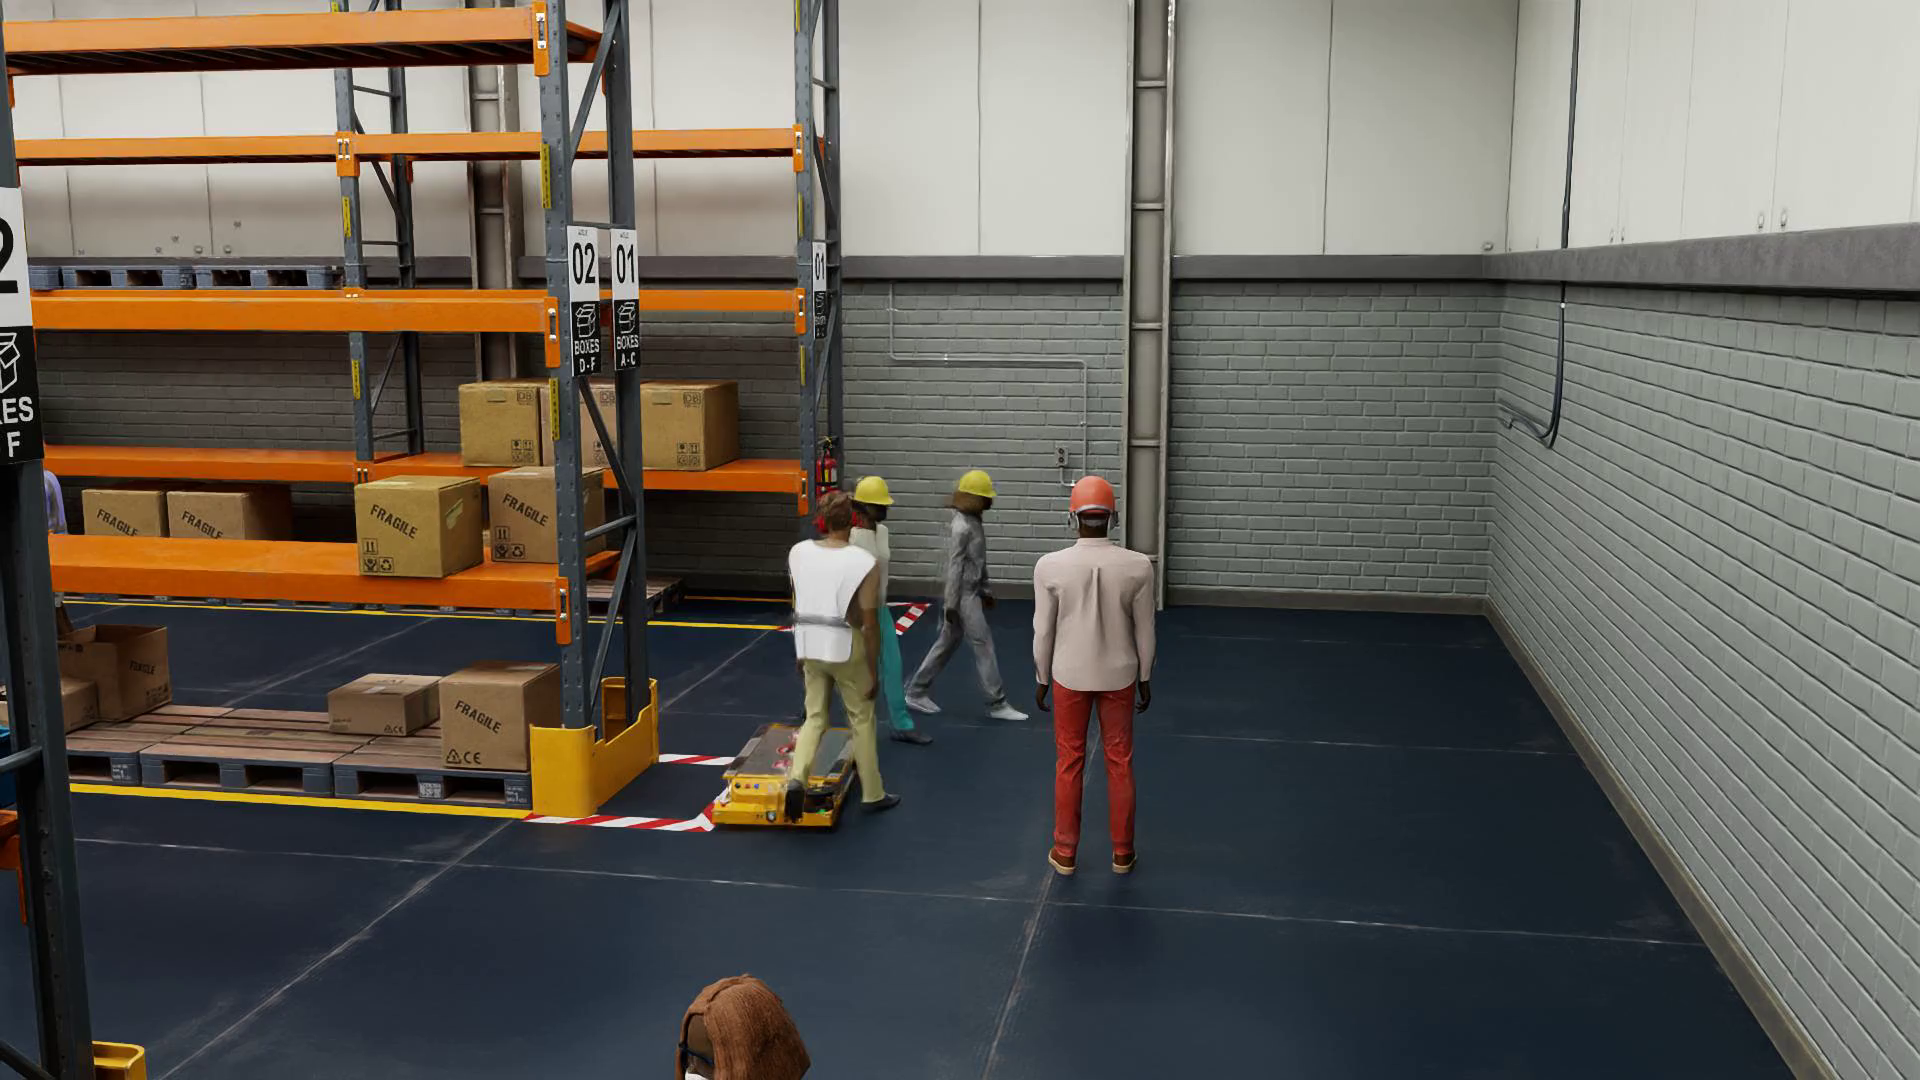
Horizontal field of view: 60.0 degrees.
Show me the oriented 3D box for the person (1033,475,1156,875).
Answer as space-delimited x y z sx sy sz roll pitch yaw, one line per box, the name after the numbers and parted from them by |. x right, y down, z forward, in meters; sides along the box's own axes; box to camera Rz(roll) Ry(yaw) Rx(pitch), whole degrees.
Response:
0.662 0.674 8.242 0.611 1.996 0.375 0 9 -1 | person

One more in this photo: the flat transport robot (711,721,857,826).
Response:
-0.946 1.321 9.562 0.652 0.197 1.431 1 9 5 | flat transport robot

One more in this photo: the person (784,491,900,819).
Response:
-0.688 0.641 8.992 0.587 1.814 0.766 4 10 26 | person

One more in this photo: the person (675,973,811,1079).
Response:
-0.431 1.649 3.316 0.497 1.633 0.284 8 12 40 | person

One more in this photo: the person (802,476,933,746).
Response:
-0.642 0.433 10.592 0.920 1.719 0.518 6 11 33 | person

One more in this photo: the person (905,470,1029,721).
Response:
0.022 0.362 11.120 0.853 1.696 0.490 1 9 8 | person
